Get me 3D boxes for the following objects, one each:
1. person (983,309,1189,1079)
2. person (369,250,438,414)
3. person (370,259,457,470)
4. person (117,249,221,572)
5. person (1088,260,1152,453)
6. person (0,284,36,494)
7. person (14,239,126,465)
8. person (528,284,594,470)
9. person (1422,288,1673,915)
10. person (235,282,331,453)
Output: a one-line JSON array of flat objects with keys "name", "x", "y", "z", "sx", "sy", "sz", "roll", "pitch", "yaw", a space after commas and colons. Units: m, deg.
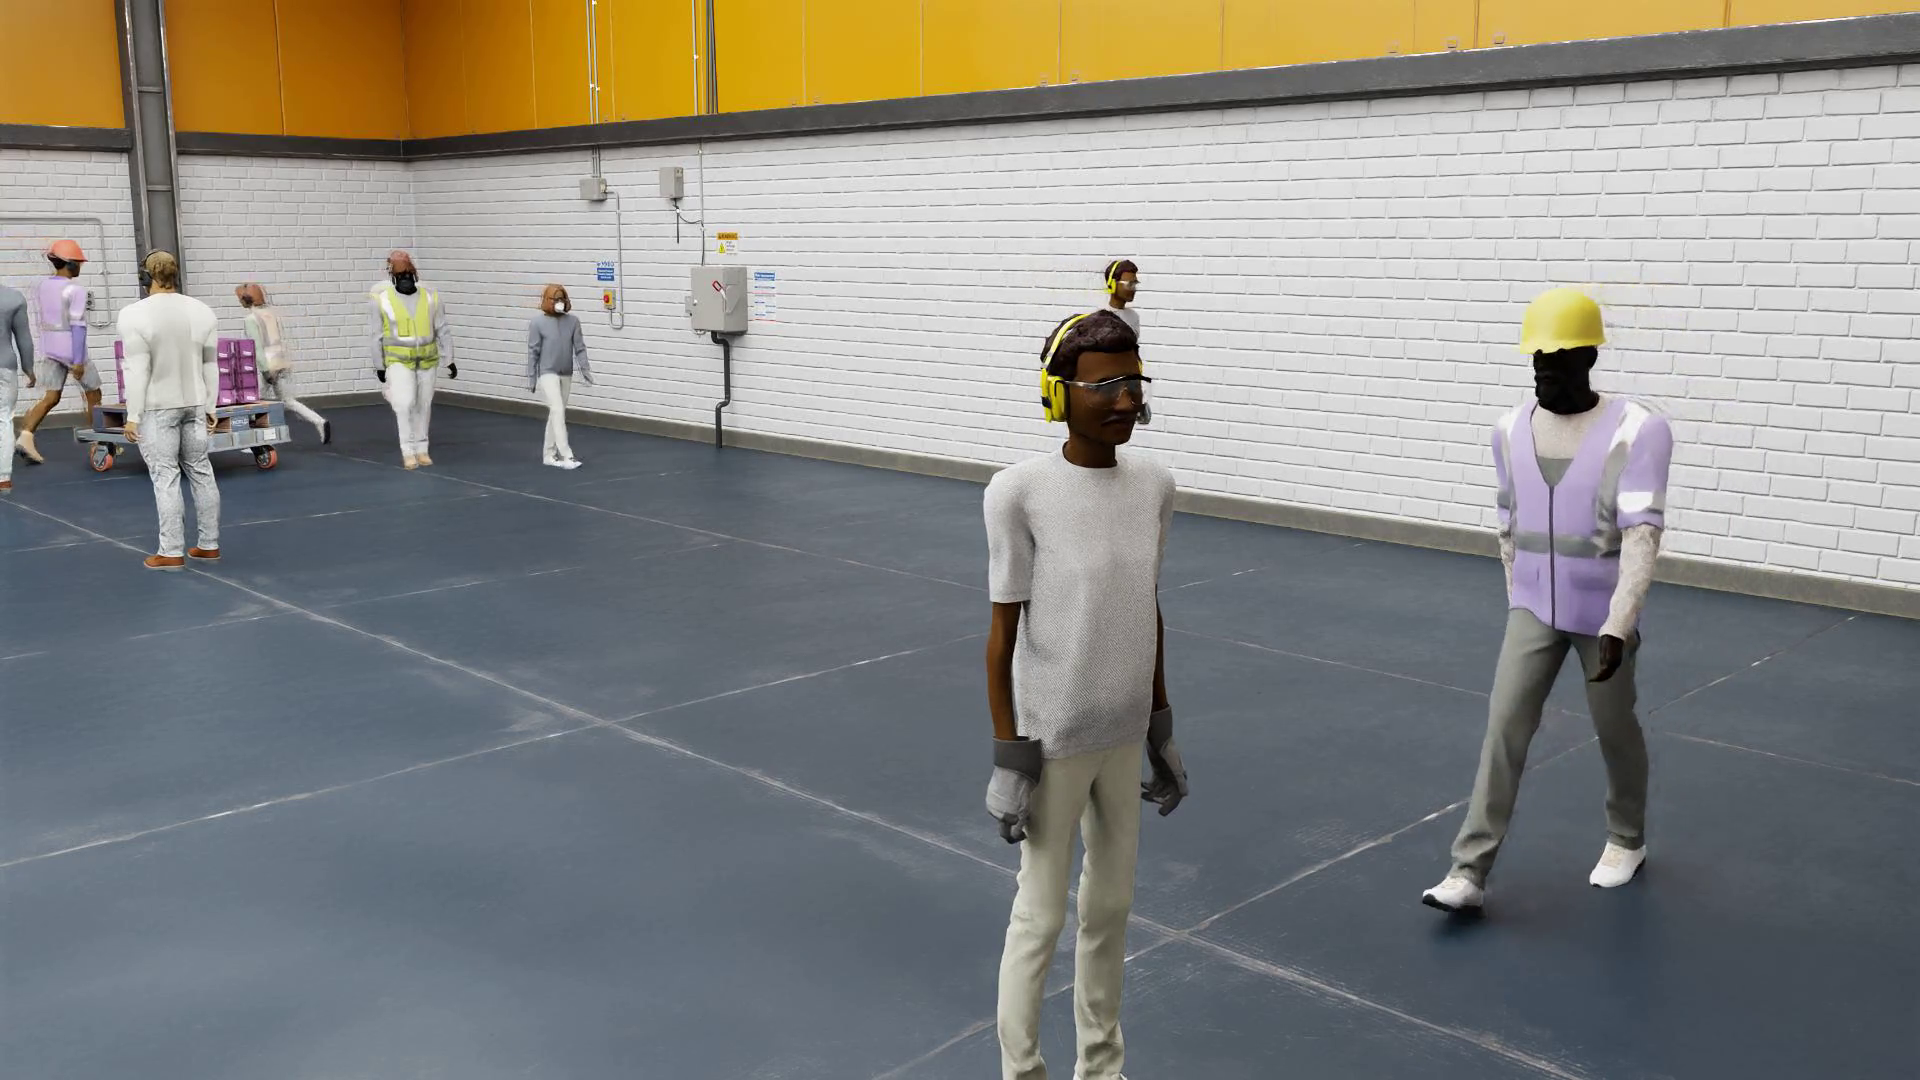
[{"name": "person", "x": 0.281, "y": 0.444, "z": 3.592, "sx": 0.520, "sy": 1.871, "sz": 0.326, "roll": -8, "pitch": 13, "yaw": -36}, {"name": "person", "x": -5.278, "y": -1.811, "z": 15.842, "sx": 0.657, "sy": 1.889, "sz": 0.661, "roll": -8, "pitch": 13, "yaw": -38}, {"name": "person", "x": -4.735, "y": -1.522, "z": 14.477, "sx": 0.642, "sy": 1.814, "sz": 0.700, "roll": -7, "pitch": 12, "yaw": -33}, {"name": "person", "x": -4.771, "y": -0.780, "z": 10.071, "sx": 0.359, "sy": 1.938, "sz": 0.635, "roll": 6, "pitch": 12, "yaw": 28}, {"name": "person", "x": 1.085, "y": -0.925, "z": 11.082, "sx": 0.629, "sy": 1.851, "sz": 0.528, "roll": 9, "pitch": 14, "yaw": 41}, {"name": "person", "x": -7.665, "y": -1.335, "z": 13.144, "sx": 0.640, "sy": 1.916, "sz": 0.632, "roll": -5, "pitch": 11, "yaw": -25}, {"name": "person", "x": -8.035, "y": -1.670, "z": 14.802, "sx": 0.618, "sy": 2.002, "sz": 1.010, "roll": 4, "pitch": 11, "yaw": 21}, {"name": "person", "x": -3.426, "y": -1.400, "z": 14.397, "sx": 0.793, "sy": 1.595, "sz": 0.502, "roll": 9, "pitch": 14, "yaw": 40}, {"name": "person", "x": 1.810, "y": 0.195, "z": 4.964, "sx": 1.020, "sy": 1.868, "sz": 0.595, "roll": -10, "pitch": 14, "yaw": -42}, {"name": "person", "x": -6.314, "y": -1.589, "z": 15.417, "sx": 0.743, "sy": 1.600, "sz": 0.529, "roll": 1, "pitch": 10, "yaw": 4}]
